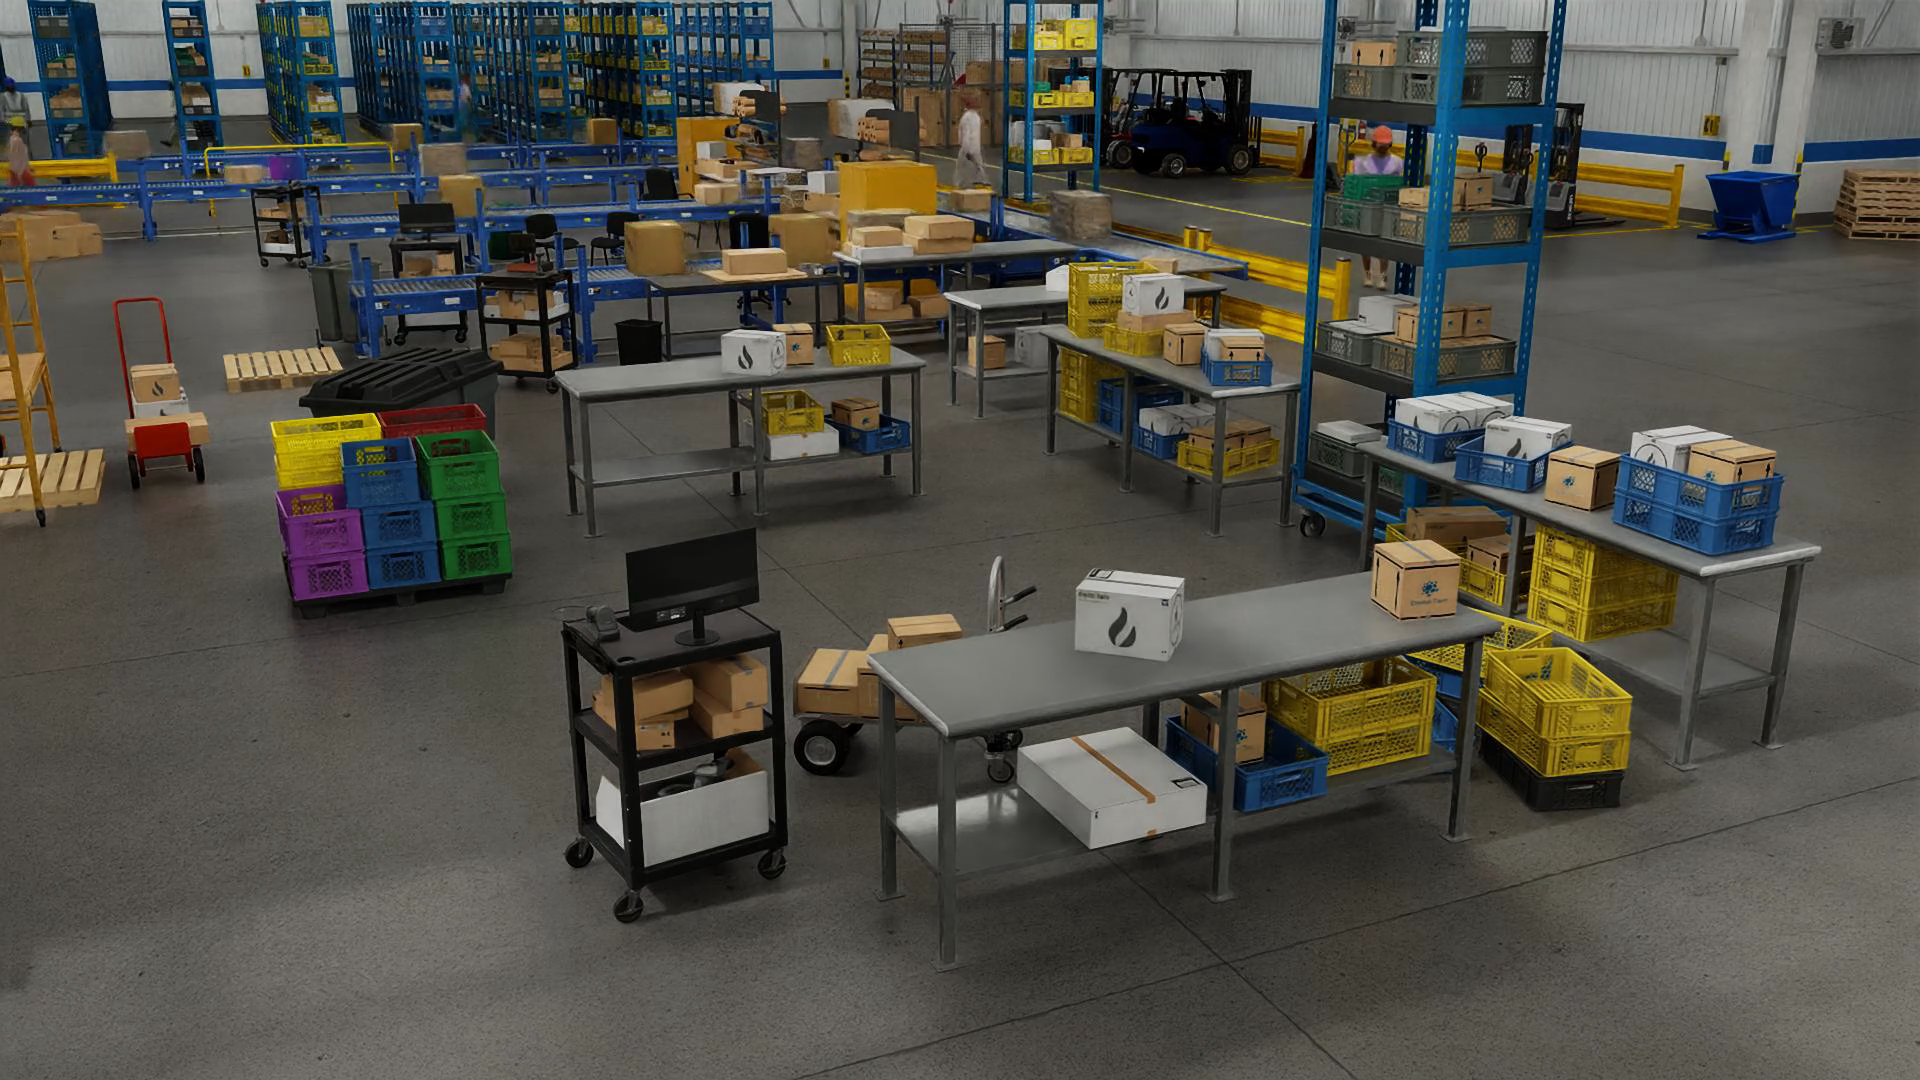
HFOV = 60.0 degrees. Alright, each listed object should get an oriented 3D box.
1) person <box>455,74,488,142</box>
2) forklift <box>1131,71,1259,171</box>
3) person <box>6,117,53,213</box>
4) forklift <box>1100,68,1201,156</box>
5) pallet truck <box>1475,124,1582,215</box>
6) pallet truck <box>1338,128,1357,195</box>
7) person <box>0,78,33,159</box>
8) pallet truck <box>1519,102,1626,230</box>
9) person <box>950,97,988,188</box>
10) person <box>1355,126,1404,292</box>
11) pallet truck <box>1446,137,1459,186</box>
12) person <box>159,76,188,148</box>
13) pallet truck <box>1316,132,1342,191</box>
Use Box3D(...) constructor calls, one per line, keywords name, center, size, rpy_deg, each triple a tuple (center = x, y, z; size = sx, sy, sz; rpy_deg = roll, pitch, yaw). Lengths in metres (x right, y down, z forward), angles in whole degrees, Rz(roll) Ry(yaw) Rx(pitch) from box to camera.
Box3D(name="person", center=(-13.168, -11.491, 44.294), size=(0.963, 1.803, 0.585), rpy_deg=(-6, 19, -18))
Box3D(name="forklift", center=(4.998, -8.936, 35.413), size=(2.680, 1.987, 1.157), rpy_deg=(-9, 20, -25))
Box3D(name="person", center=(-15.426, -6.111, 27.490), size=(0.935, 1.711, 0.530), rpy_deg=(-13, 22, -36))
Box3D(name="forklift", center=(4.082, -9.564, 37.410), size=(2.680, 1.987, 1.157), rpy_deg=(-8, 19, -23))
Box3D(name="pallet truck", center=(9.707, -6.455, 28.103), size=(1.885, 1.965, 0.823), rpy_deg=(-7, 19, -20))
Box3D(name="pallet truck", center=(7.845, -7.140, 31.411), size=(1.522, 1.261, 0.704), rpy_deg=(-9, 20, -25))
Box3D(name="person", center=(-21.920, -9.747, 38.642), size=(0.644, 1.890, 0.995), rpy_deg=(-12, 21, -33))
Box3D(name="pallet truck", center=(9.972, -6.037, 26.785), size=(1.885, 1.965, 0.823), rpy_deg=(-9, 20, -25))
Box3D(name="person", center=(0.139, -7.262, 30.873), size=(0.975, 1.859, 0.656), rpy_deg=(9, 20, 26))
Box3D(name="person", center=(5.183, -4.095, 20.658), size=(0.619, 2.003, 0.961), rpy_deg=(3, 18, 8))
Box3D(name="pallet truck", center=(9.184, -6.485, 29.328), size=(1.630, 1.274, 0.653), rpy_deg=(-8, 19, -23))
Box3D(name="person", center=(-20.091, -10.935, 42.548), size=(0.898, 1.785, 0.621), rpy_deg=(-8, 19, -25))
Box3D(name="pallet truck", center=(7.723, -7.504, 32.656), size=(1.601, 1.201, 0.680), rpy_deg=(-8, 19, -23))
